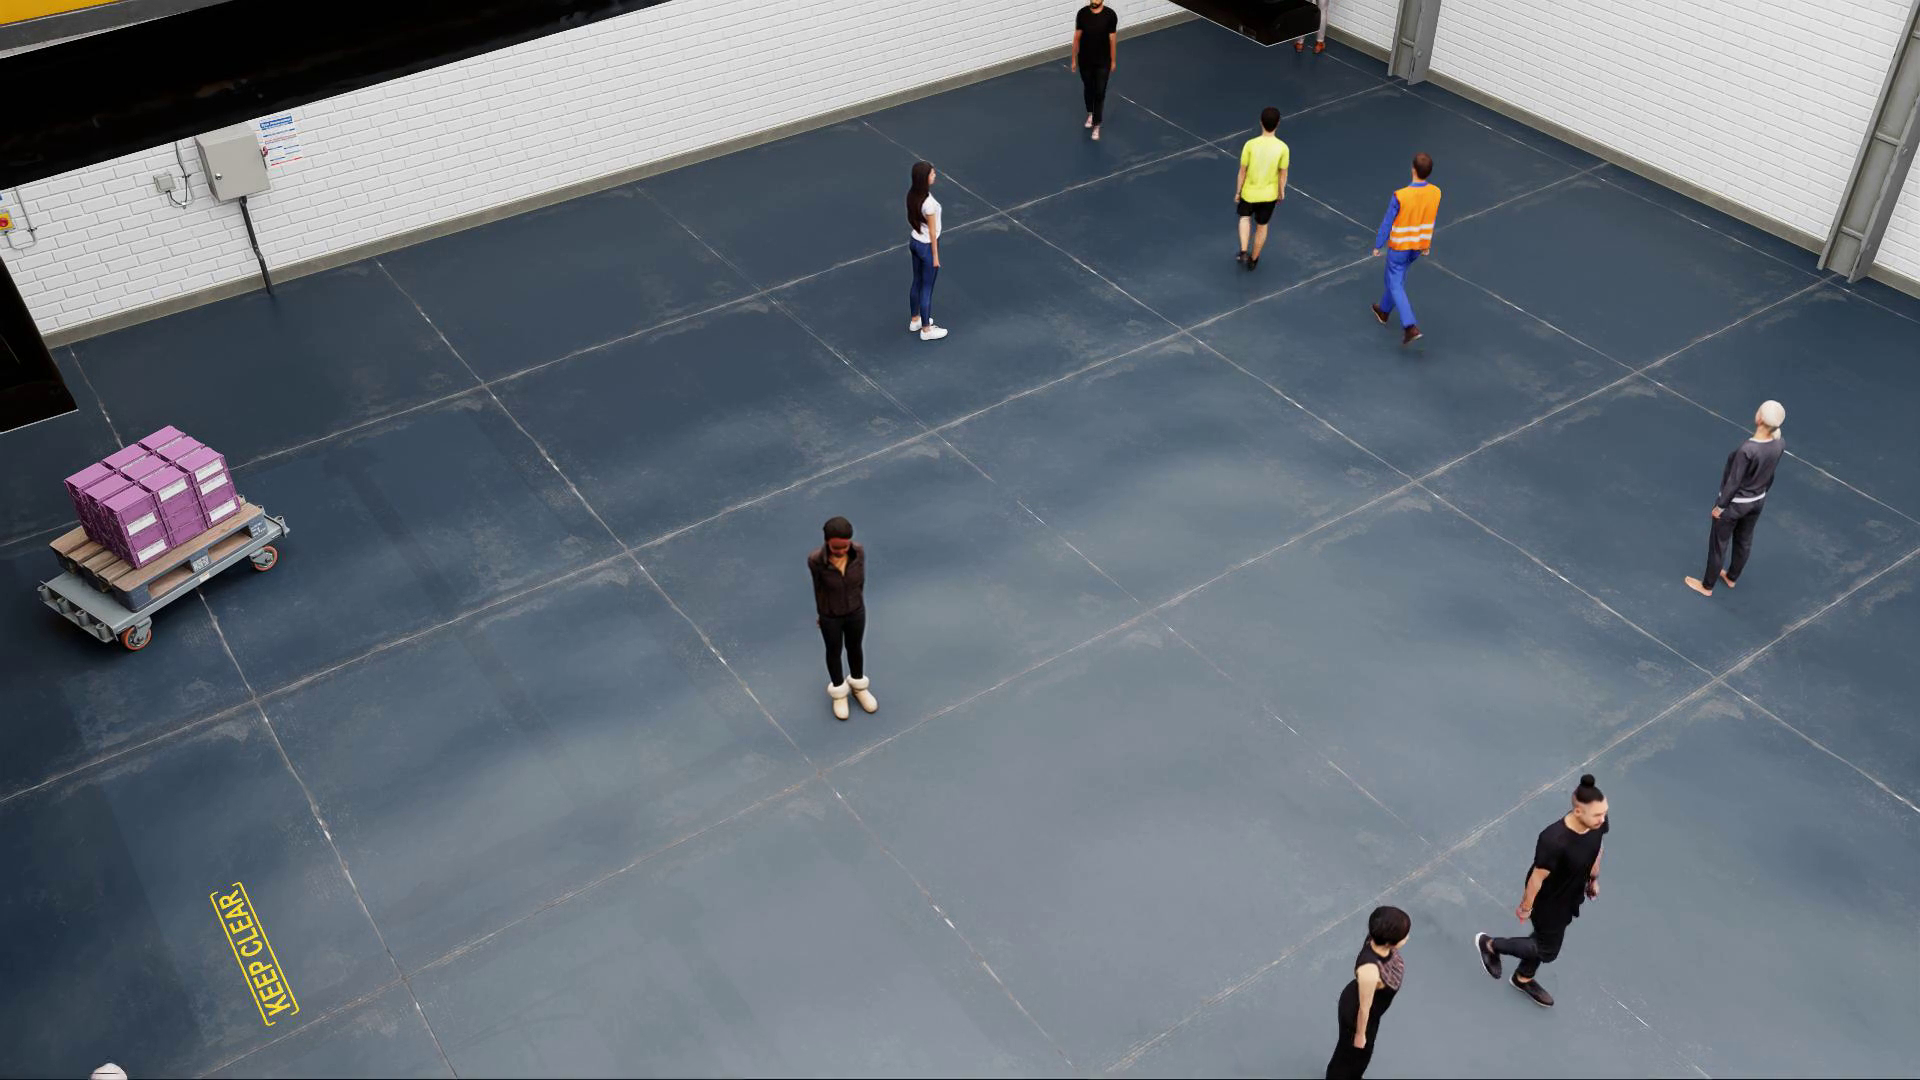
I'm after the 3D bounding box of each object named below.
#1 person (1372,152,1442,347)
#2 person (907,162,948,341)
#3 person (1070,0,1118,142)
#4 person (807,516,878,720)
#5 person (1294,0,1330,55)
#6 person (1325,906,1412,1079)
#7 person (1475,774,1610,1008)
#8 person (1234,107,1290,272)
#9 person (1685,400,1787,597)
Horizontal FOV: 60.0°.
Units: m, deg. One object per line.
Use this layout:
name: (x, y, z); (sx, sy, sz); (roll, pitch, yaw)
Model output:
person: (4.194, -2.684, 15.520); (0.925, 1.836, 1.256); (-12, 40, -15)
person: (-0.342, -2.725, 15.620); (0.681, 1.774, 0.498); (-17, 42, -20)
person: (1.575, -5.578, 19.230); (1.041, 1.729, 1.078); (9, 39, 11)
person: (-0.842, 0.489, 11.687); (0.669, 1.661, 0.608); (-23, 44, -26)
person: (4.514, -7.083, 21.031); (0.742, 1.832, 0.826); (9, 40, 11)
person: (2.192, 2.561, 9.145); (0.686, 1.596, 0.672); (14, 41, 17)
person: (3.403, 1.973, 9.672); (0.710, 1.855, 0.787); (-26, 45, -29)
person: (2.995, -3.456, 16.596); (0.762, 1.699, 0.821); (6, 39, 7)
person: (5.953, -0.321, 12.649); (0.652, 1.725, 0.602); (-14, 41, -17)
